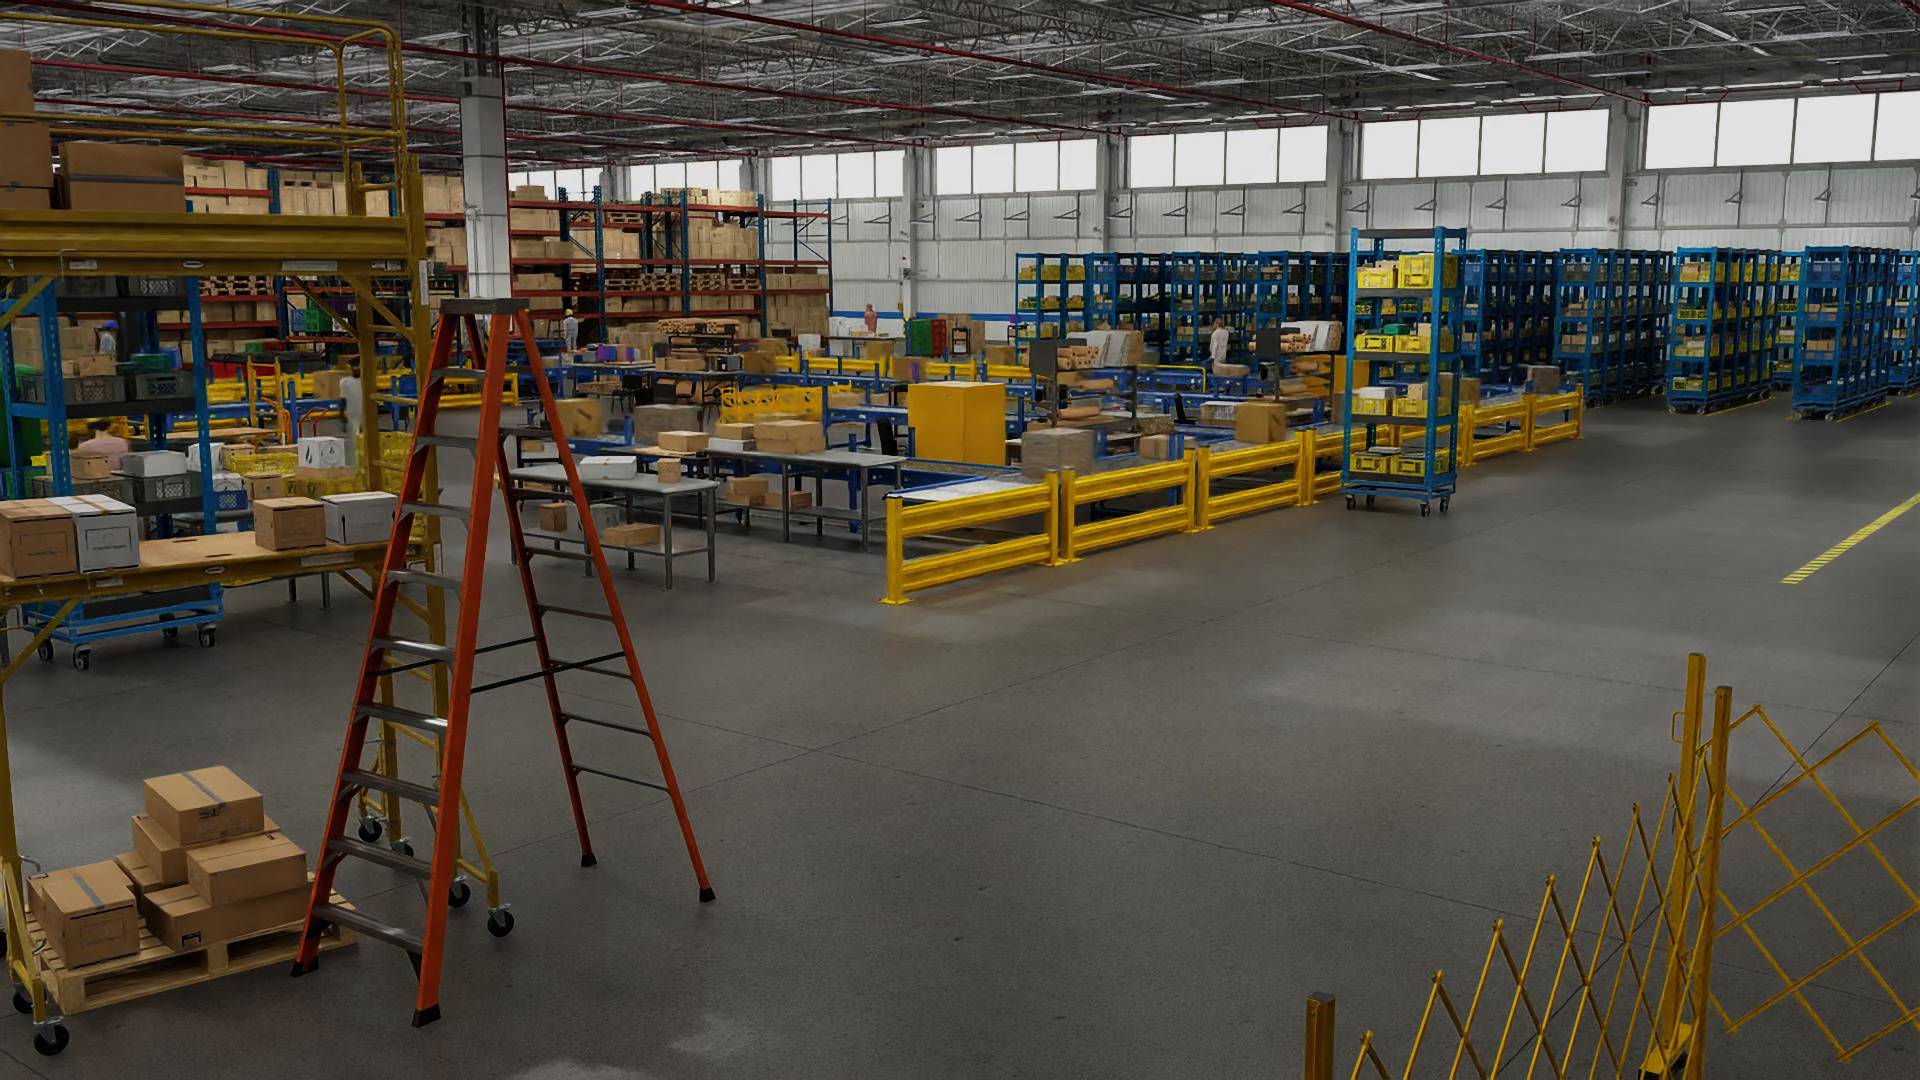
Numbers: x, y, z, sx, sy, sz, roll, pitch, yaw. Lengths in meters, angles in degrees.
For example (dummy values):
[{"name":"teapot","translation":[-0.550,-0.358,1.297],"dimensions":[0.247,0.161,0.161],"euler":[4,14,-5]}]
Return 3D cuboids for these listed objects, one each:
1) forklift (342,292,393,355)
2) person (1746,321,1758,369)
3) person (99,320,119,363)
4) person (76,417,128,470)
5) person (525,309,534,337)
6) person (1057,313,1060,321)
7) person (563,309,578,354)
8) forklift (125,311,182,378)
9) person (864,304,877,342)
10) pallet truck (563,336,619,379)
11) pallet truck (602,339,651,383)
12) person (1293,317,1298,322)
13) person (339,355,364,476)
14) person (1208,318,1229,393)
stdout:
[{"name":"forklift","translation":[-16.485,-5.622,45.120],"dimensions":[1.129,2.768,1.873],"euler":[7,11,37]},{"name":"person","translation":[24.343,-6.083,51.393],"dimensions":[0.935,1.779,0.596],"euler":[4,10,21]},{"name":"person","translation":[-20.634,-4.380,40.388],"dimensions":[0.500,1.914,0.616],"euler":[-3,10,-20]},{"name":"person","translation":[-8.295,-0.416,16.173],"dimensions":[0.498,1.744,0.583],"euler":[5,10,28]},{"name":"person","translation":[-15.382,-7.329,59.226],"dimensions":[0.296,1.772,0.533],"euler":[7,11,37]},{"name":"person","translation":[3.539,-6.824,56.211],"dimensions":[0.734,1.729,0.570],"euler":[0,9,3]},{"name":"person","translation":[-13.287,-6.947,56.657],"dimensions":[0.403,1.832,0.602],"euler":[7,11,37]},{"name":"forklift","translation":[-21.308,-5.297,43.088],"dimensions":[1.873,2.768,1.129],"euler":[-3,9,-16]},{"name":"person","translation":[-3.413,-7.949,62.726],"dimensions":[0.411,1.899,0.673],"euler":[7,12,38]},{"name":"pallet truck","translation":[-10.690,-5.294,48.215],"dimensions":[1.601,1.201,0.680],"euler":[-5,10,-26]},{"name":"pallet truck","translation":[-8.991,-4.871,45.351],"dimensions":[0.653,1.274,1.630],"euler":[7,11,37]},{"name":"person","translation":[10.087,-5.836,49.655],"dimensions":[0.380,1.849,0.570],"euler":[7,11,37]},{"name":"person","translation":[-8.776,-1.775,24.310],"dimensions":[0.564,1.850,0.412],"euler":[-6,11,-35]},{"name":"person","translation":[6.538,-4.670,42.208],"dimensions":[0.409,1.907,0.651],"euler":[7,11,37]}]
